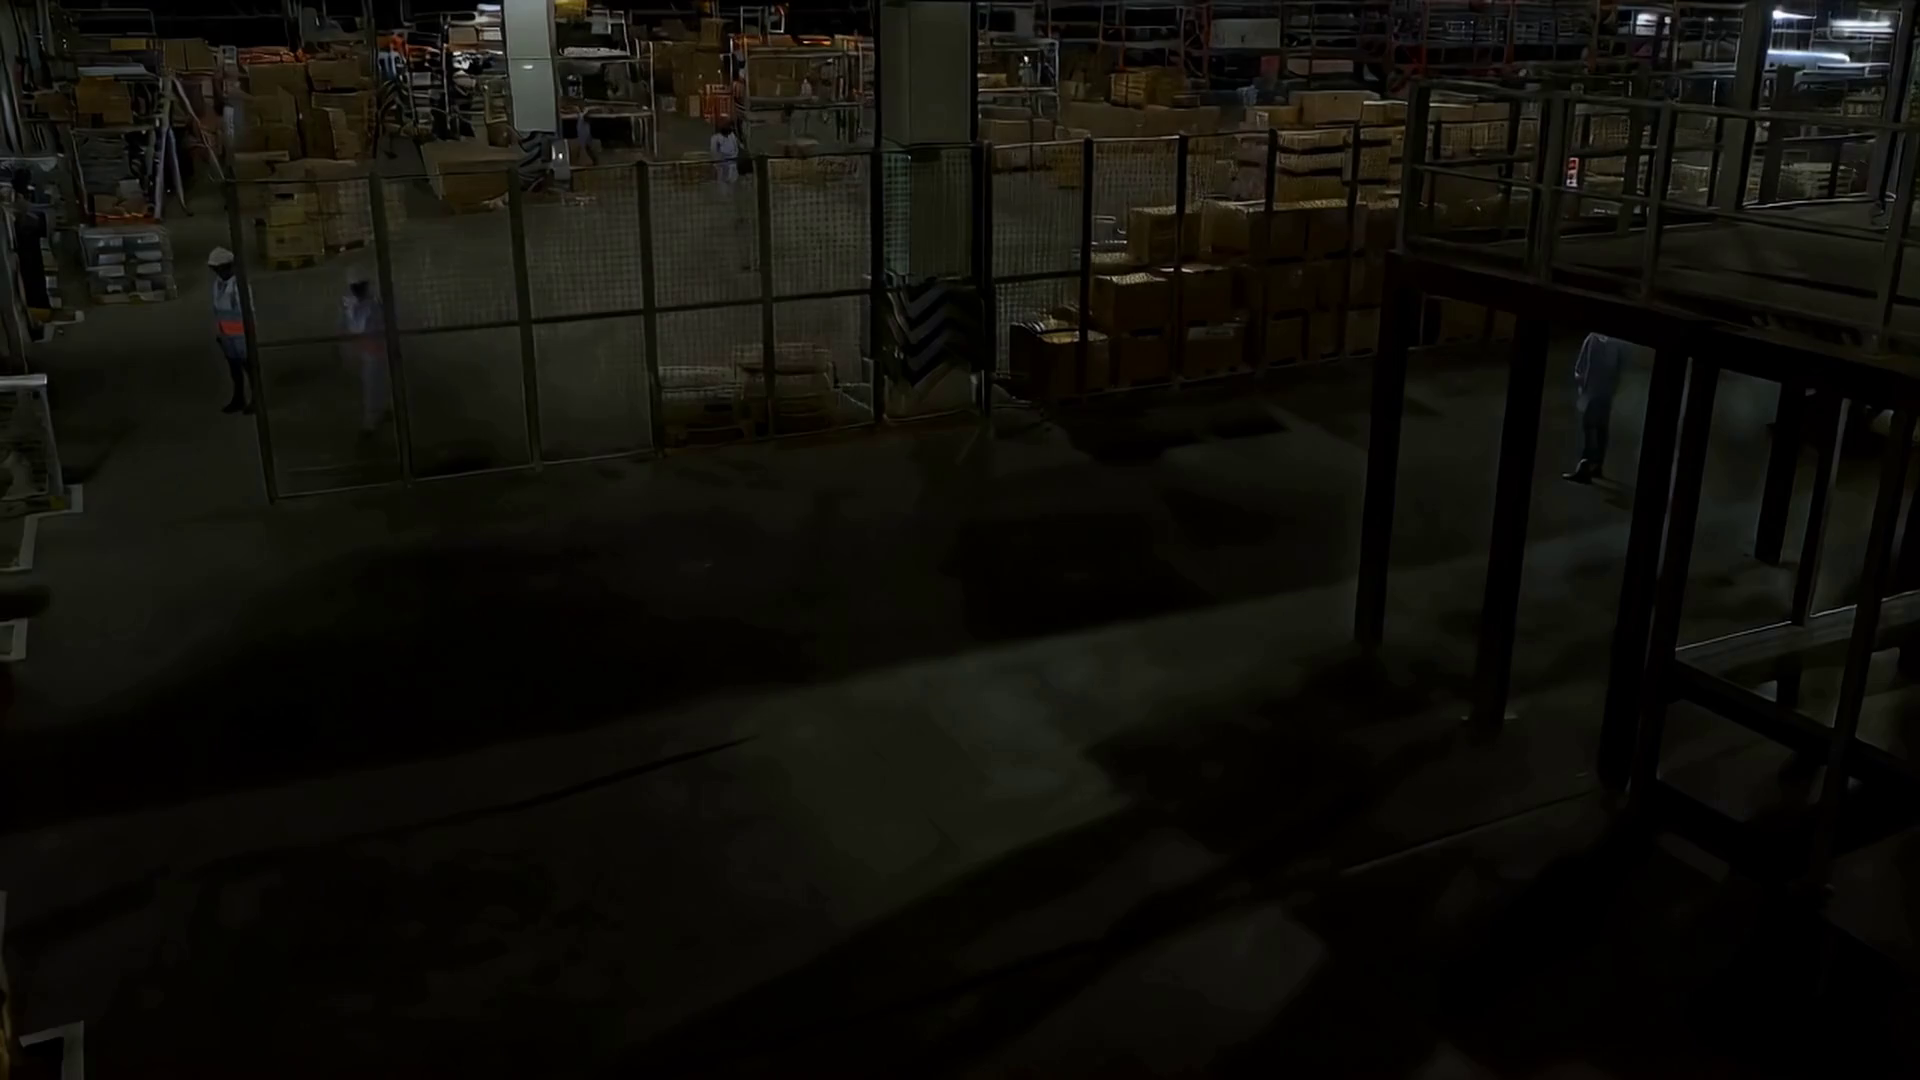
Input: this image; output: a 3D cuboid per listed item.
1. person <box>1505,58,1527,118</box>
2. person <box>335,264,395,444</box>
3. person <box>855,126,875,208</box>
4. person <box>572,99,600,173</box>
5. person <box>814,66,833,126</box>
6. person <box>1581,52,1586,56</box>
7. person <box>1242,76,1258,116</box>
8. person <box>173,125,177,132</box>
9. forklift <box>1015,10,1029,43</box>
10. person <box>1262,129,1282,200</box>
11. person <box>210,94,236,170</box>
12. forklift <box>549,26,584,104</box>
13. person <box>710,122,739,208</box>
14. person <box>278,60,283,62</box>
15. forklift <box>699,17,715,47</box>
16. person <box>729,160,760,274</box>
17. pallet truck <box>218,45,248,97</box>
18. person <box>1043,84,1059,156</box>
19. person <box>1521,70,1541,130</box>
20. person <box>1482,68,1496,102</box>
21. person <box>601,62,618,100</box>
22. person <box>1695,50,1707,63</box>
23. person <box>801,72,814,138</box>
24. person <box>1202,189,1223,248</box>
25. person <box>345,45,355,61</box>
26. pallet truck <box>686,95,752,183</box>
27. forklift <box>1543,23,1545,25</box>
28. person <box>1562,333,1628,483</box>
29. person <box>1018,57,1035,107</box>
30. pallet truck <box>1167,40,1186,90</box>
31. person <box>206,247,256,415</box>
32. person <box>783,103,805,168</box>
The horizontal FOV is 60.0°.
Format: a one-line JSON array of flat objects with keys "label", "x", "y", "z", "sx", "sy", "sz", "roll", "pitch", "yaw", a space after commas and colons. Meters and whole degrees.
[{"label": "person", "x": 18.597, "y": -15.135, "z": 55.810, "sx": 0.687, "sy": 2.000, "sz": 0.538, "roll": 1, "pitch": 19, "yaw": 3}, {"label": "person", "x": -6.467, "y": -2.086, "z": 18.208, "sx": 0.607, "sy": 1.904, "sz": 1.000, "roll": 5, "pitch": 20, "yaw": 14}, {"label": "person", "x": -1.988, "y": -7.990, "z": 35.620, "sx": 0.498, "sy": 1.684, "sz": 0.928, "roll": 2, "pitch": 19, "yaw": 5}, {"label": "person", "x": -9.411, "y": -10.062, "z": 41.482, "sx": 0.511, "sy": 1.794, "sz": 0.970, "roll": 13, "pitch": 23, "yaw": 32}, {"label": "person", "x": -4.452, "y": -14.327, "z": 53.699, "sx": 0.623, "sy": 1.889, "sz": 0.728, "roll": 7, "pitch": 20, "yaw": 20}, {"label": "person", "x": 24.691, "y": -18.516, "z": 66.130, "sx": 0.541, "sy": 1.696, "sz": 0.315, "roll": 12, "pitch": 23, "yaw": 32}, {"label": "person", "x": 9.045, "y": -13.598, "z": 51.914, "sx": 0.590, "sy": 1.693, "sz": 0.334, "roll": -15, "pitch": 24, "yaw": -36}, {"label": "person", "x": -24.558, "y": -13.464, "z": 51.589, "sx": 0.515, "sy": 1.634, "sz": 0.314, "roll": 13, "pitch": 23, "yaw": 33}, {"label": "forklift", "x": 3.109, "y": -25.454, "z": 84.456, "sx": 1.873, "sy": 2.768, "sz": 1.129, "roll": -9, "pitch": 21, "yaw": -25}, {"label": "person", "x": 6.438, "y": -7.583, "z": 34.337, "sx": 0.536, "sy": 1.750, "sz": 0.395, "roll": -13, "pitch": 23, "yaw": -33}, {"label": "person", "x": -18.563, "y": -10.304, "z": 41.965, "sx": 0.544, "sy": 1.936, "sz": 0.359, "roll": -10, "pitch": 21, "yaw": -26}, {"label": "forklift", "x": -15.198, "y": -17.705, "z": 61.995, "sx": 1.873, "sy": 2.768, "sz": 1.129, "roll": -9, "pitch": 21, "yaw": -25}, {"label": "person", "x": -5.029, "y": -8.029, "z": 35.602, "sx": 0.637, "sy": 1.797, "sz": 0.972, "roll": -7, "pitch": 20, "yaw": -21}, {"label": "person", "x": -22.843, "y": -15.227, "z": 56.232, "sx": 0.630, "sy": 1.938, "sz": 0.366, "roll": -8, "pitch": 20, "yaw": -21}, {"label": "forklift", "x": -10.988, "y": -21.312, "z": 72.449, "sx": 1.873, "sy": 2.768, "sz": 1.129, "roll": -9, "pitch": 21, "yaw": -25}, {"label": "person", "x": -3.557, "y": -5.426, "z": 27.895, "sx": 0.636, "sy": 1.910, "sz": 0.441, "roll": -11, "pitch": 22, "yaw": -28}, {"label": "pallet truck", "x": -28.879, "y": -18.665, "z": 66.111, "sx": 0.823, "sy": 1.965, "sz": 1.885, "roll": -3, "pitch": 19, "yaw": -9}, {"label": "person", "x": 2.488, "y": -11.389, "z": 45.146, "sx": 0.395, "sy": 1.919, "sz": 0.581, "roll": -15, "pitch": 24, "yaw": -38}, {"label": "person", "x": 18.118, "y": -14.005, "z": 52.859, "sx": 0.555, "sy": 1.822, "sz": 0.941, "roll": 0, "pitch": 19, "yaw": -1}, {"label": "person", "x": 16.494, "y": -13.755, "z": 51.966, "sx": 0.364, "sy": 1.935, "sz": 0.552, "roll": 12, "pitch": 23, "yaw": 32}, {"label": "person", "x": -13.070, "y": -17.150, "z": 61.839, "sx": 0.571, "sy": 1.913, "sz": 0.780, "roll": -10, "pitch": 21, "yaw": -27}, {"label": "person", "x": 31.135, "y": -19.794, "z": 69.951, "sx": 0.515, "sy": 1.616, "sz": 0.432, "roll": 1, "pitch": 19, "yaw": 2}, {"label": "person", "x": -4.609, "y": -13.115, "z": 50.119, "sx": 0.370, "sy": 1.934, "sz": 0.627, "roll": -1, "pitch": 19, "yaw": -2}, {"label": "person", "x": 3.763, "y": -4.161, "z": 24.220, "sx": 0.727, "sy": 1.888, "sz": 0.571, "roll": 10, "pitch": 21, "yaw": 27}, {"label": "person", "x": -25.010, "y": -19.380, "z": 68.387, "sx": 0.457, "sy": 1.871, "sz": 0.575, "roll": 2, "pitch": 19, "yaw": 6}, {"label": "pallet truck", "x": -5.836, "y": -9.608, "z": 39.856, "sx": 0.823, "sy": 1.965, "sz": 1.885, "roll": 10, "pitch": 22, "yaw": 27}, {"label": "forklift", "x": 22.859, "y": -18.916, "z": 65.505, "sx": 1.873, "sy": 2.768, "sz": 1.129, "roll": -9, "pitch": 21, "yaw": -25}, {"label": "person", "x": 6.321, "y": -1.486, "z": 16.549, "sx": 0.429, "sy": 1.843, "sz": 0.627, "roll": 17, "pitch": 25, "yaw": 40}, {"label": "person", "x": 2.309, "y": -15.771, "z": 57.787, "sx": 0.609, "sy": 1.954, "sz": 0.526, "roll": 2, "pitch": 19, "yaw": 6}, {"label": "pallet truck", "x": 9.045, "y": -19.971, "z": 69.895, "sx": 0.823, "sy": 1.965, "sz": 1.885, "roll": -3, "pitch": 19, "yaw": -8}, {"label": "person", "x": -8.320, "y": -2.383, "z": 19.006, "sx": 0.552, "sy": 1.933, "sz": 0.372, "roll": 9, "pitch": 21, "yaw": 24}, {"label": "person", "x": -4.315, "y": -10.285, "z": 42.334, "sx": 0.885, "sy": 1.641, "sz": 0.536, "roll": -13, "pitch": 23, "yaw": -34}]
